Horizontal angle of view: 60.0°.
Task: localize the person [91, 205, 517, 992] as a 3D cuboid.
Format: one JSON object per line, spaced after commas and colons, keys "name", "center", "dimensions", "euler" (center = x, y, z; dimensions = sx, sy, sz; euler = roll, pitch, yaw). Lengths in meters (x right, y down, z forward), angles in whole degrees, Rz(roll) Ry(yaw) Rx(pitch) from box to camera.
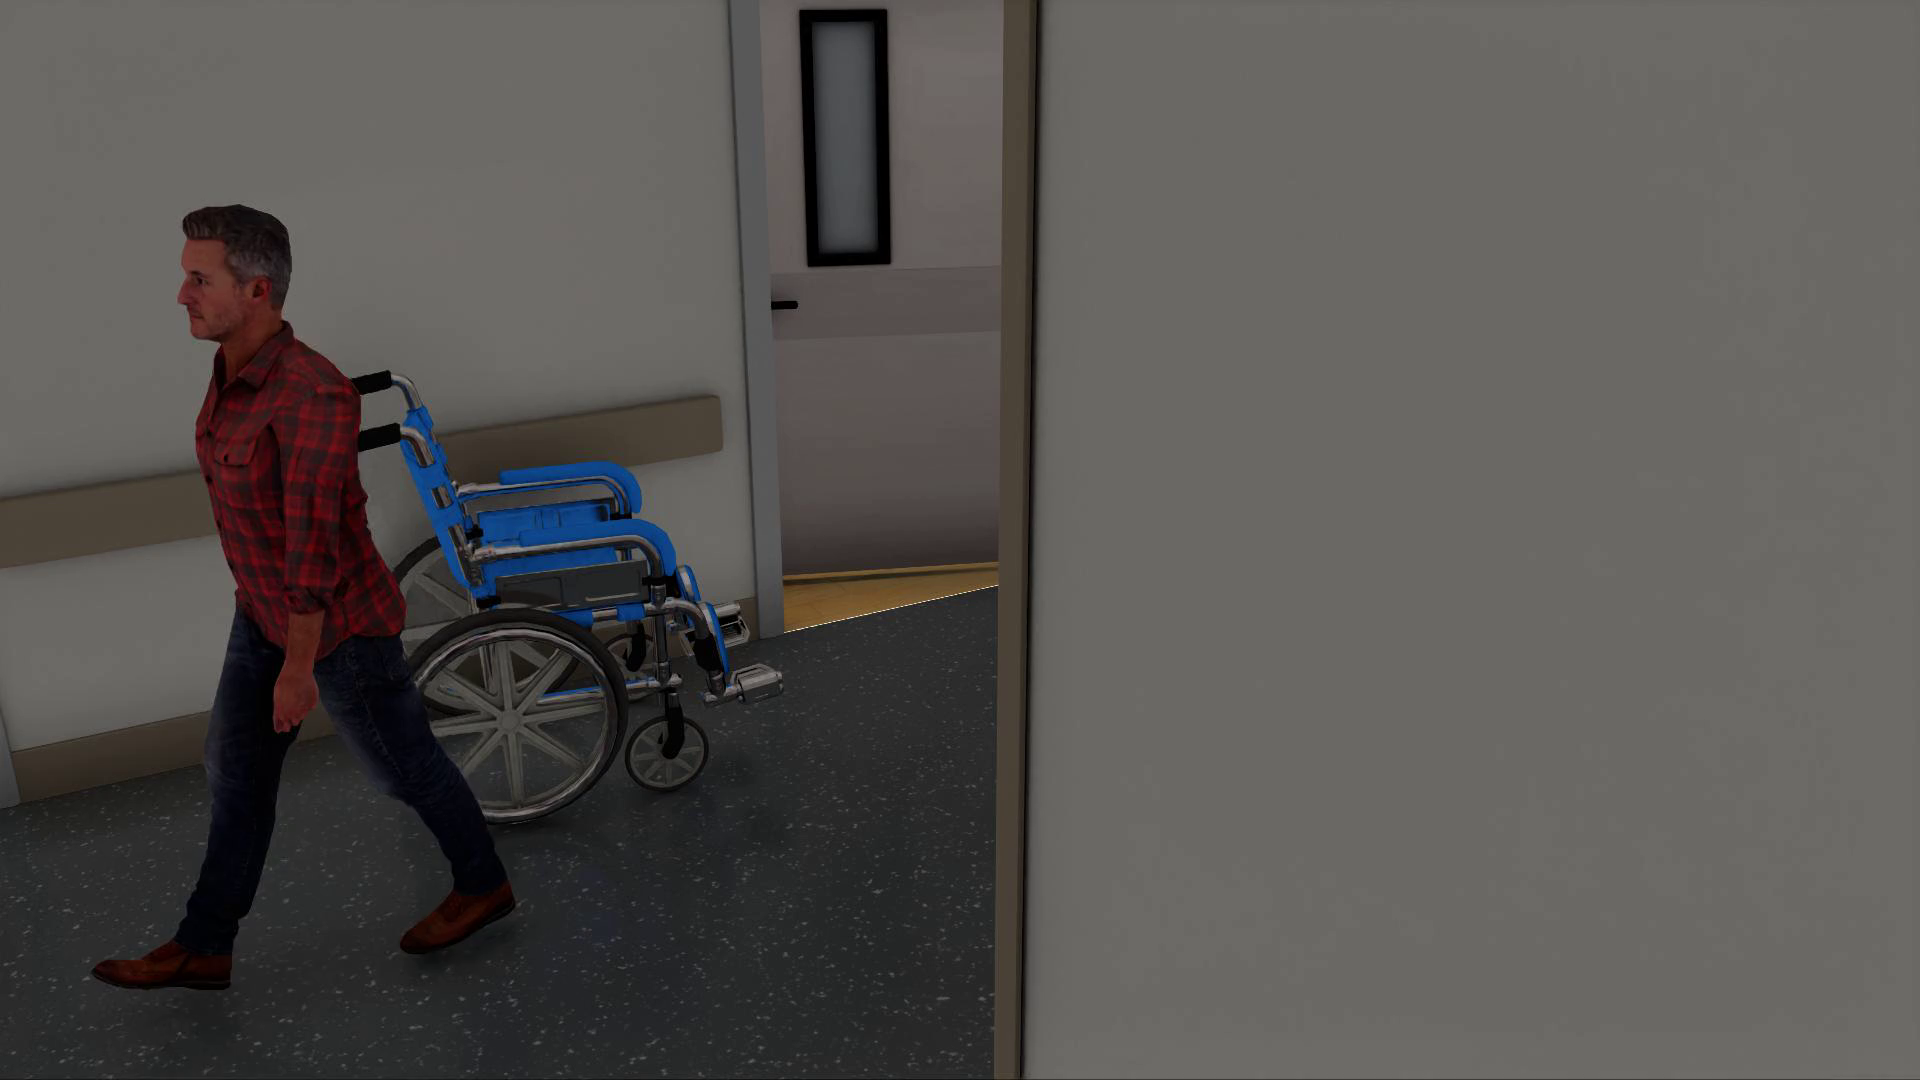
{"name": "person", "center": [-1.345, 0.167, 3.732], "dimensions": [1.209, 1.786, 0.869], "euler": [-17, 27, -38]}
